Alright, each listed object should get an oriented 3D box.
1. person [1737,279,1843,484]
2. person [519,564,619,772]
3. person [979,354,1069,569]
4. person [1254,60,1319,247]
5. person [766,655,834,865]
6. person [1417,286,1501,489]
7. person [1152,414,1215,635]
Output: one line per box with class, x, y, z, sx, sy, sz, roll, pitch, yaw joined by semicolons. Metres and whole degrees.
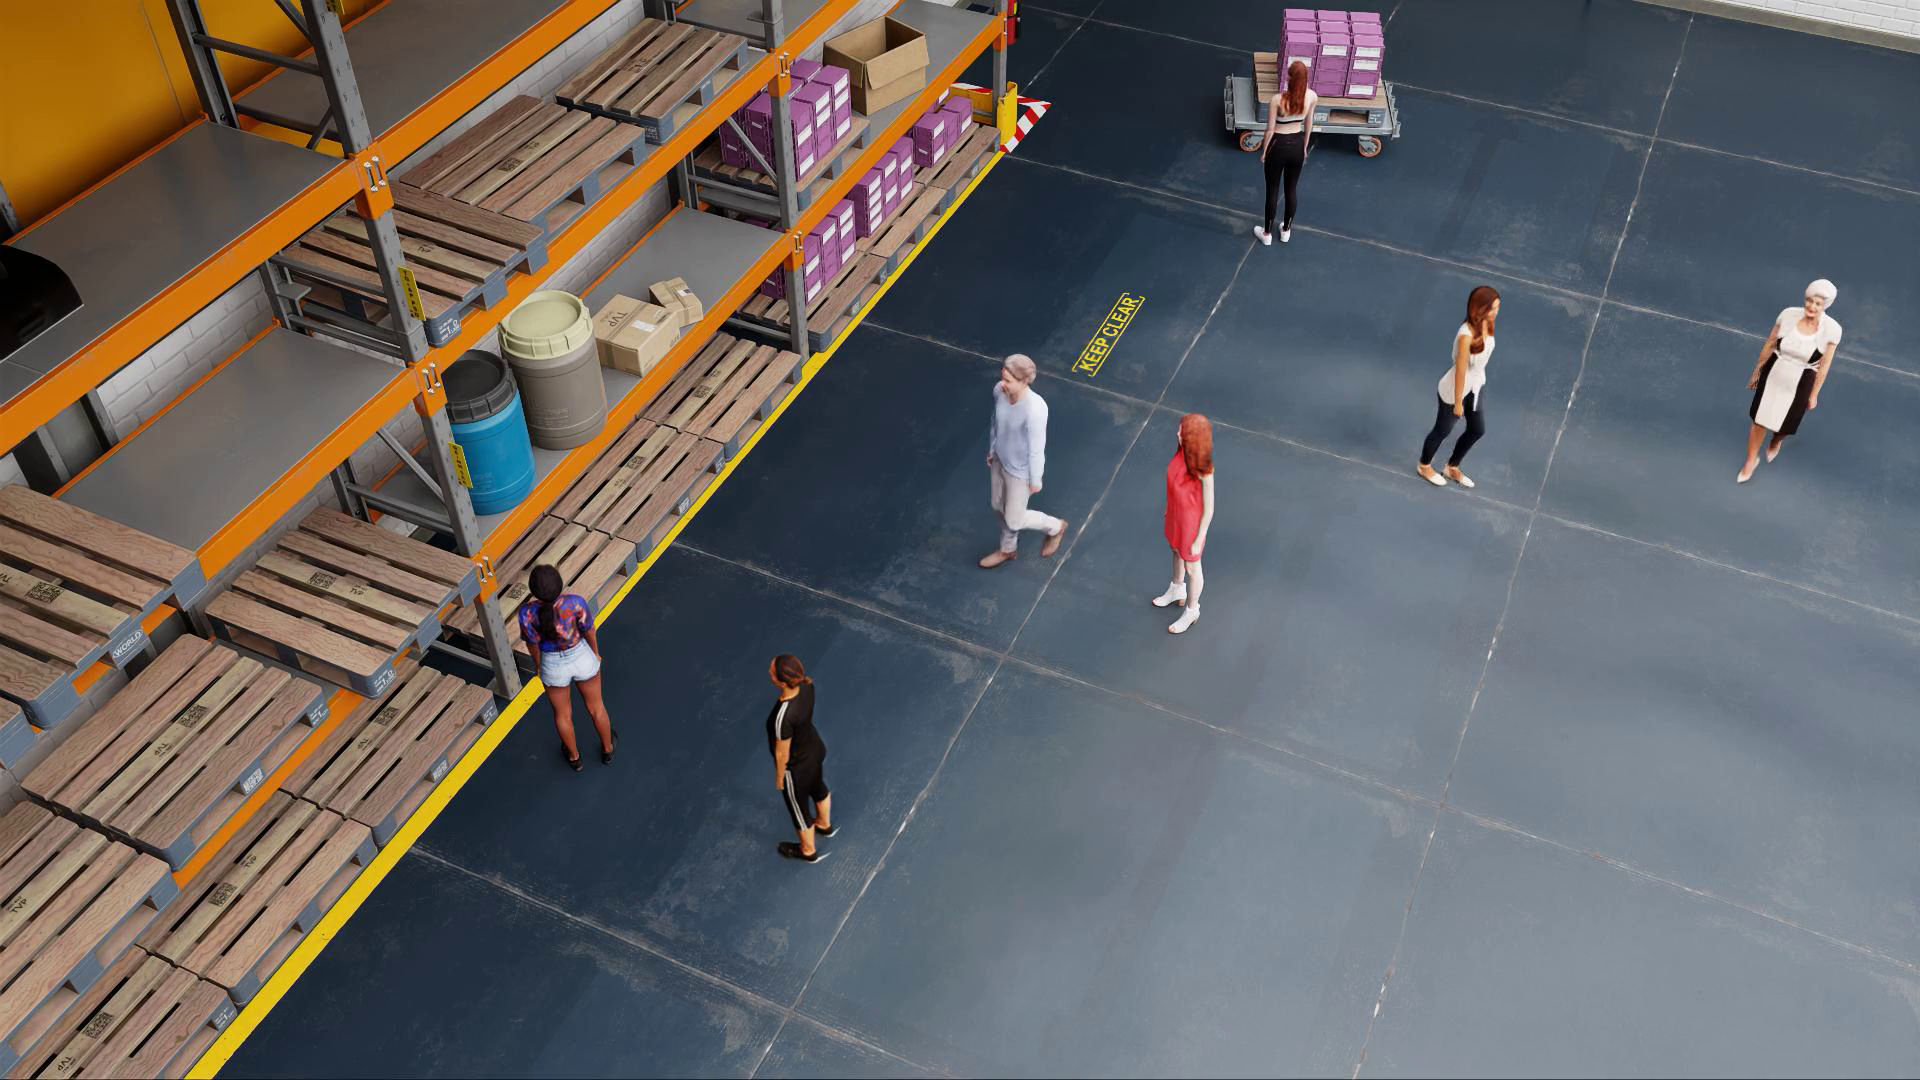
person;6.089;-1.174;12.174;0.780;1.744;0.876;34;53;30
person;-2.391;0.768;10.140;0.663;1.737;0.711;-12;45;-12
person;0.462;-0.540;11.413;1.018;1.877;0.924;-21;48;-21
person;2.840;-3.371;14.483;0.670;1.740;0.700;-7;44;-8
person;-0.928;1.262;9.672;0.661;1.669;0.491;12;45;12
person;3.573;-1.137;12.115;0.782;1.773;0.708;34;53;31
person;1.512;-0.122;11.011;0.735;1.825;0.667;-13;45;-13
